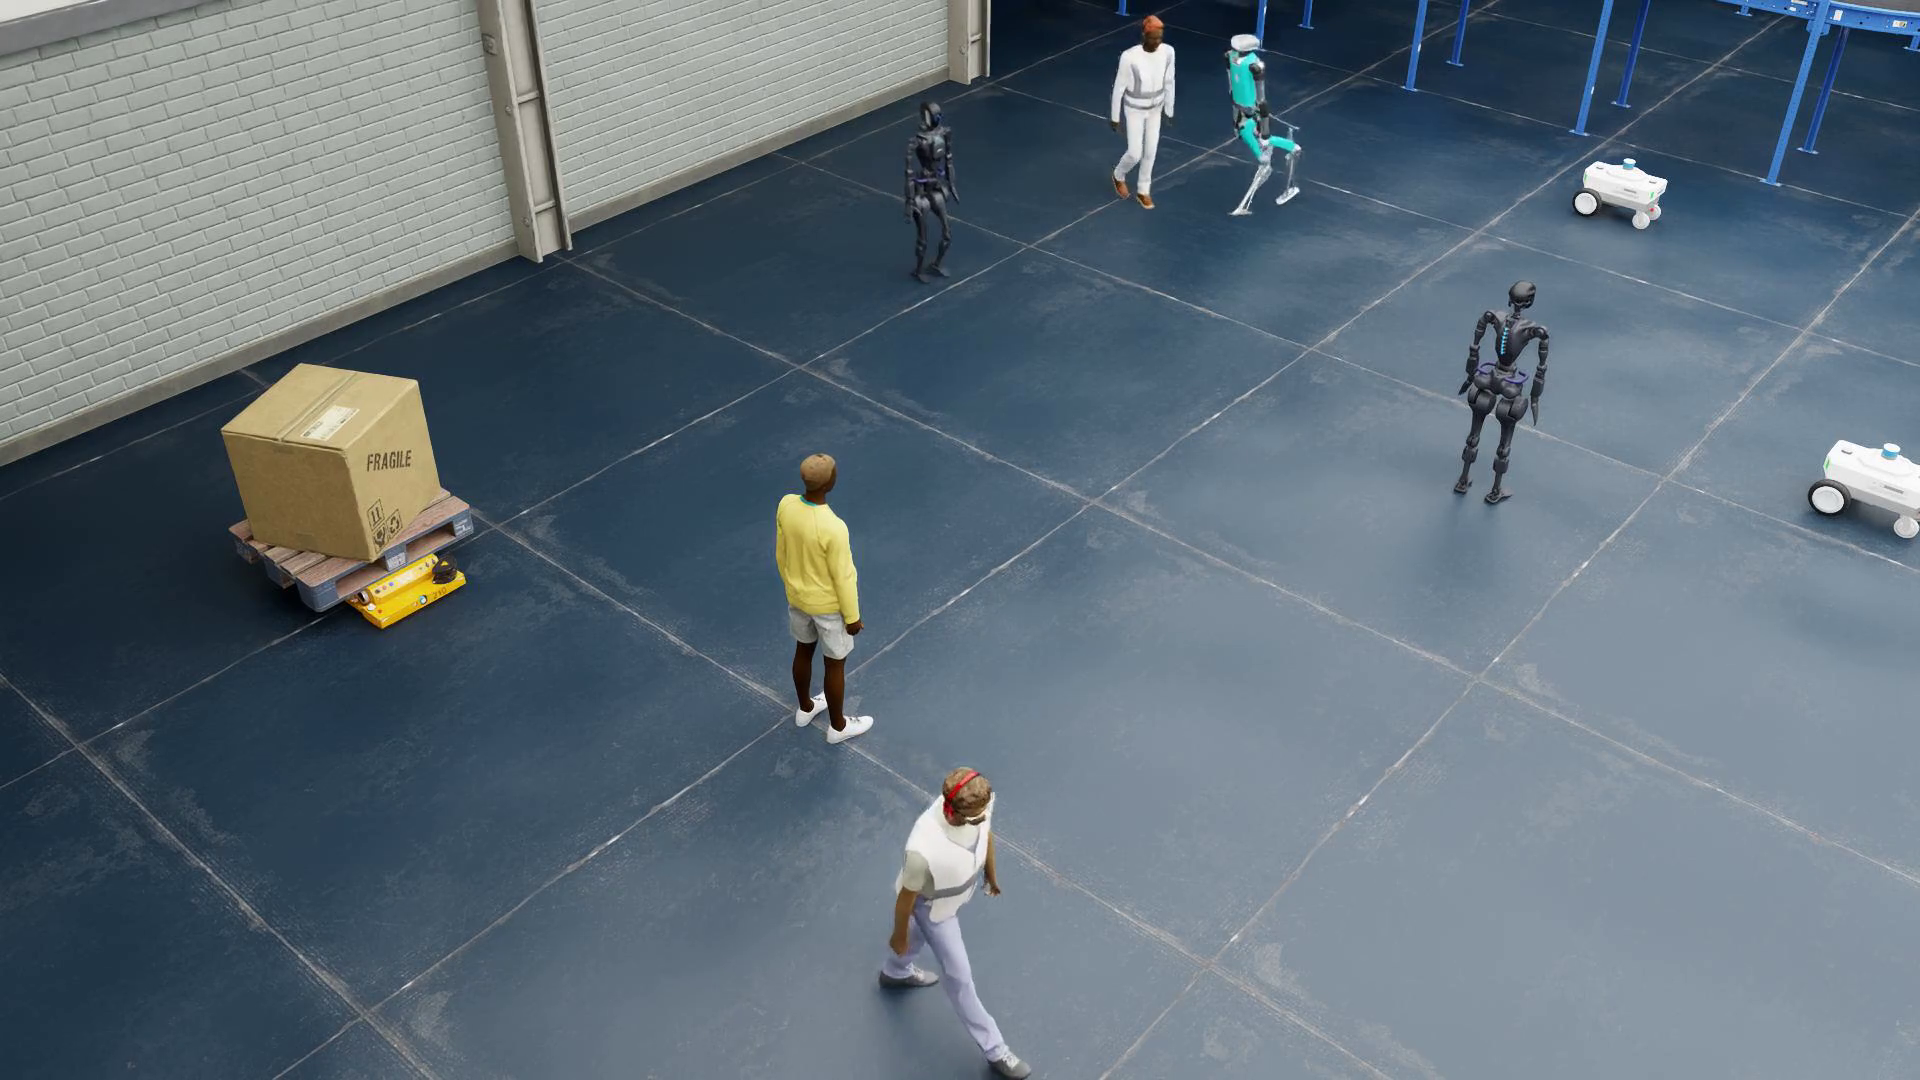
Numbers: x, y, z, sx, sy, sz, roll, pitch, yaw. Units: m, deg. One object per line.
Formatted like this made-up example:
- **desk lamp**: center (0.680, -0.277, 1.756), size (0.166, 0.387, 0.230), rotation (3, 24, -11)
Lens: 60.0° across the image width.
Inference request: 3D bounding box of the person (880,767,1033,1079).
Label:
- **person**: center (-0.022, 1.684, 7.719), size (0.979, 1.777, 0.601), rotation (18, 39, 24)

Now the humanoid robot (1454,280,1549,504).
- **humanoid robot**: center (3.777, -1.053, 11.640), size (0.599, 1.657, 0.315), rotation (27, 43, 32)

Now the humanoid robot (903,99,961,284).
- **humanoid robot**: center (-0.268, -3.013, 14.397), size (0.612, 1.649, 0.314), rotation (-30, 45, -35)

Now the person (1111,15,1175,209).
- **person**: center (1.716, -4.037, 15.677), size (0.616, 1.865, 0.444), rotation (-16, 38, -21)

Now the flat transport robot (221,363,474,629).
- **flat transport robot**: center (-4.050, 0.102, 11.245), size (1.431, 0.231, 0.659), rotation (27, 43, 32)

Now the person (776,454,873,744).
- **person**: center (-0.802, 0.339, 9.507), size (0.556, 1.897, 0.356), rotation (26, 43, 32)

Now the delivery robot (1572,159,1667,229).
- **delivery robot**: center (6.294, -3.334, 15.798), size (0.739, 0.566, 0.499), rotation (27, 43, 32)

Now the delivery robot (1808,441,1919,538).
- **delivery robot**: center (6.460, -0.411, 11.694), size (0.739, 0.566, 0.499), rotation (27, 43, 32)

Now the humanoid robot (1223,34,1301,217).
- **humanoid robot**: center (2.946, -3.926, 15.647), size (0.977, 1.734, 0.553), rotation (-11, 37, -16)
